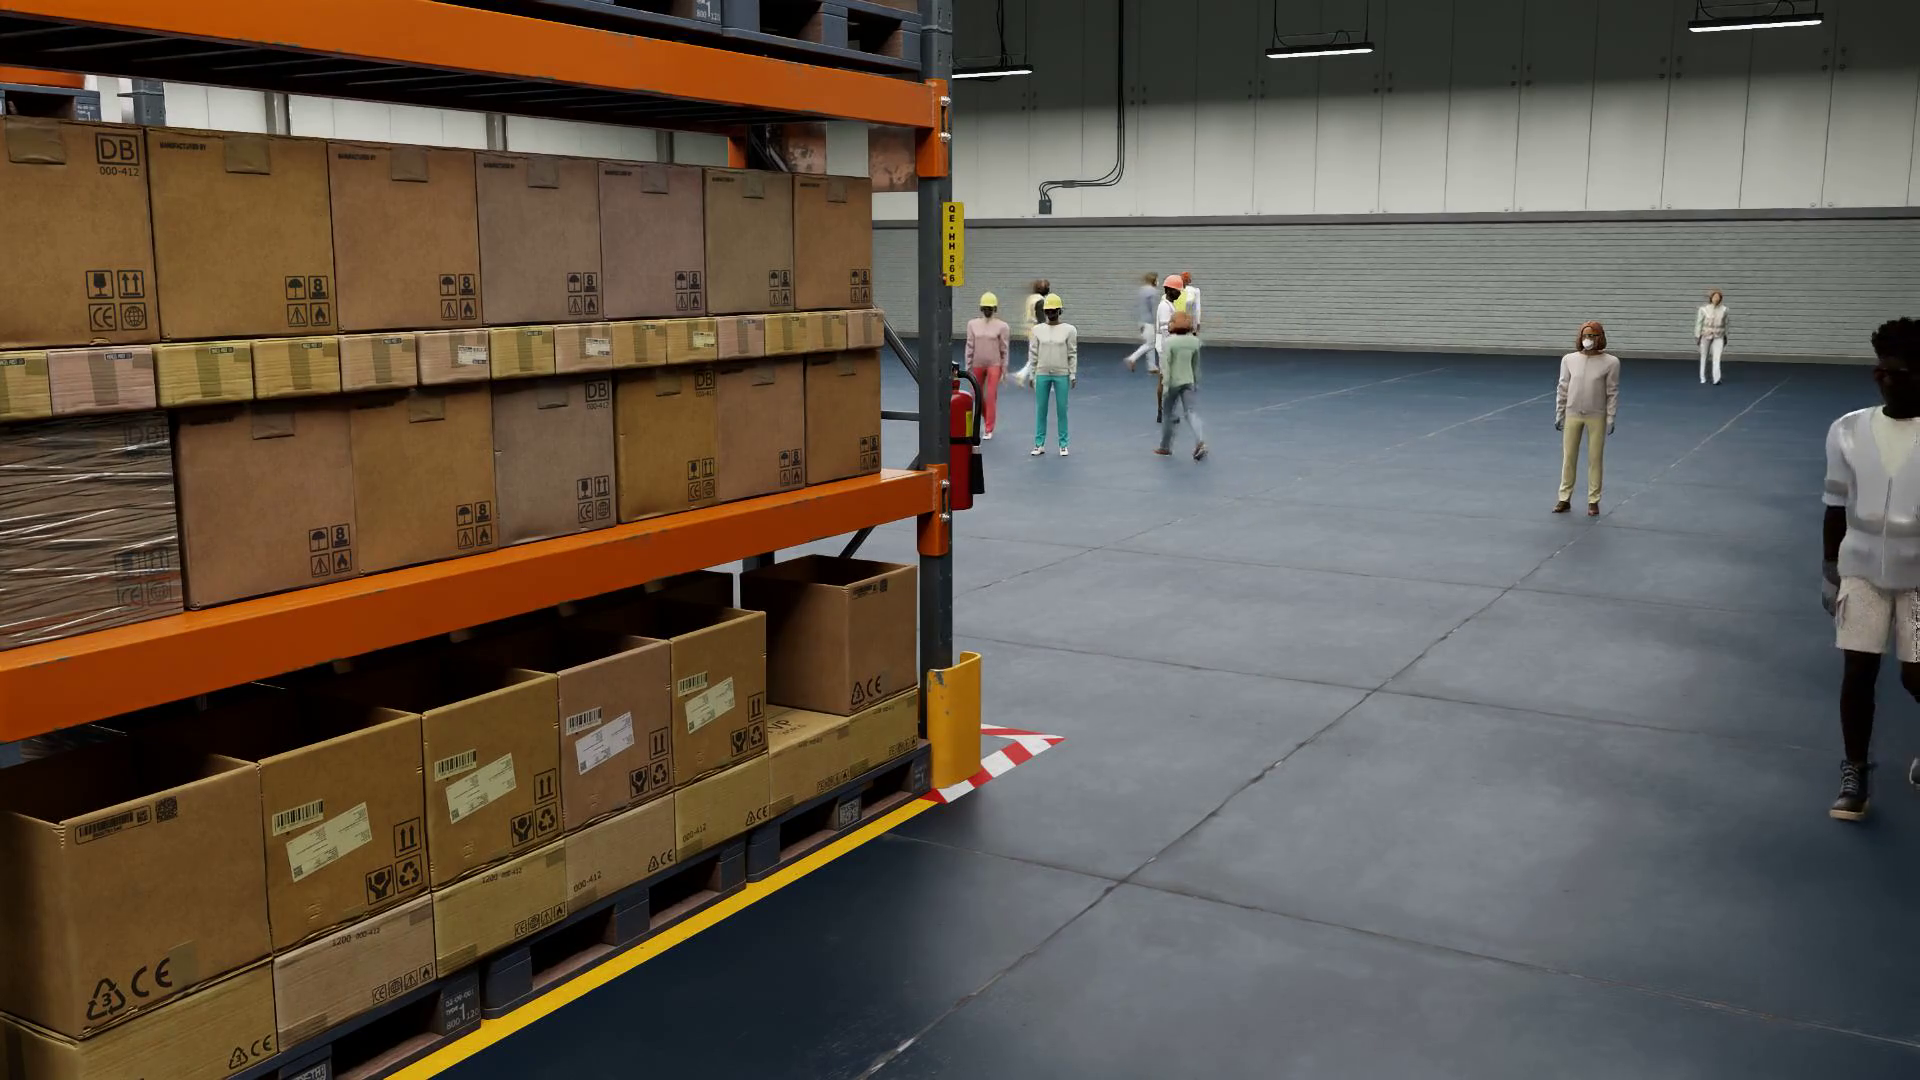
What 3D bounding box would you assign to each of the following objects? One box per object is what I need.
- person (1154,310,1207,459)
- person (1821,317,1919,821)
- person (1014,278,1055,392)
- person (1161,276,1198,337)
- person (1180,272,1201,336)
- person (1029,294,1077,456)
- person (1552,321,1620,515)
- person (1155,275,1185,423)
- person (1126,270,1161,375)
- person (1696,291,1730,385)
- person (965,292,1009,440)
[{"bbox_3d":[2.403,-1.673,17.923,0.510,1.599,0.794,-5,11,-26],"label":"person"},{"bbox_3d":[3.671,0.112,6.435,0.626,1.953,0.640,-9,13,-41],"label":"person"},{"bbox_3d":[1.205,-3.266,26.588,0.608,1.830,0.632,-2,10,-9],"label":"person"},{"bbox_3d":[3.706,-3.540,28.147,0.627,1.846,0.429,2,10,12],"label":"person"},{"bbox_3d":[4.345,-4.213,32.018,0.618,1.872,0.371,-1,10,-8],"label":"person"},{"bbox_3d":[1.009,-1.795,18.151,0.533,1.768,0.311,2,10,11],"label":"person"},{"bbox_3d":[5.278,-1.025,14.026,0.499,1.634,0.279,6,12,33],"label":"person"},{"bbox_3d":[2.750,-2.496,21.788,0.374,1.928,0.543,2,10,10],"label":"person"},{"bbox_3d":[3.406,-3.967,30.428,0.715,1.921,0.636,-2,10,-12],"label":"person"},{"bbox_3d":[12.753,-3.423,28.205,0.535,1.590,0.877,3,10,15],"label":"person"},{"bbox_3d":[0.337,-2.084,19.862,0.542,1.751,0.546,3,10,18],"label":"person"}]
